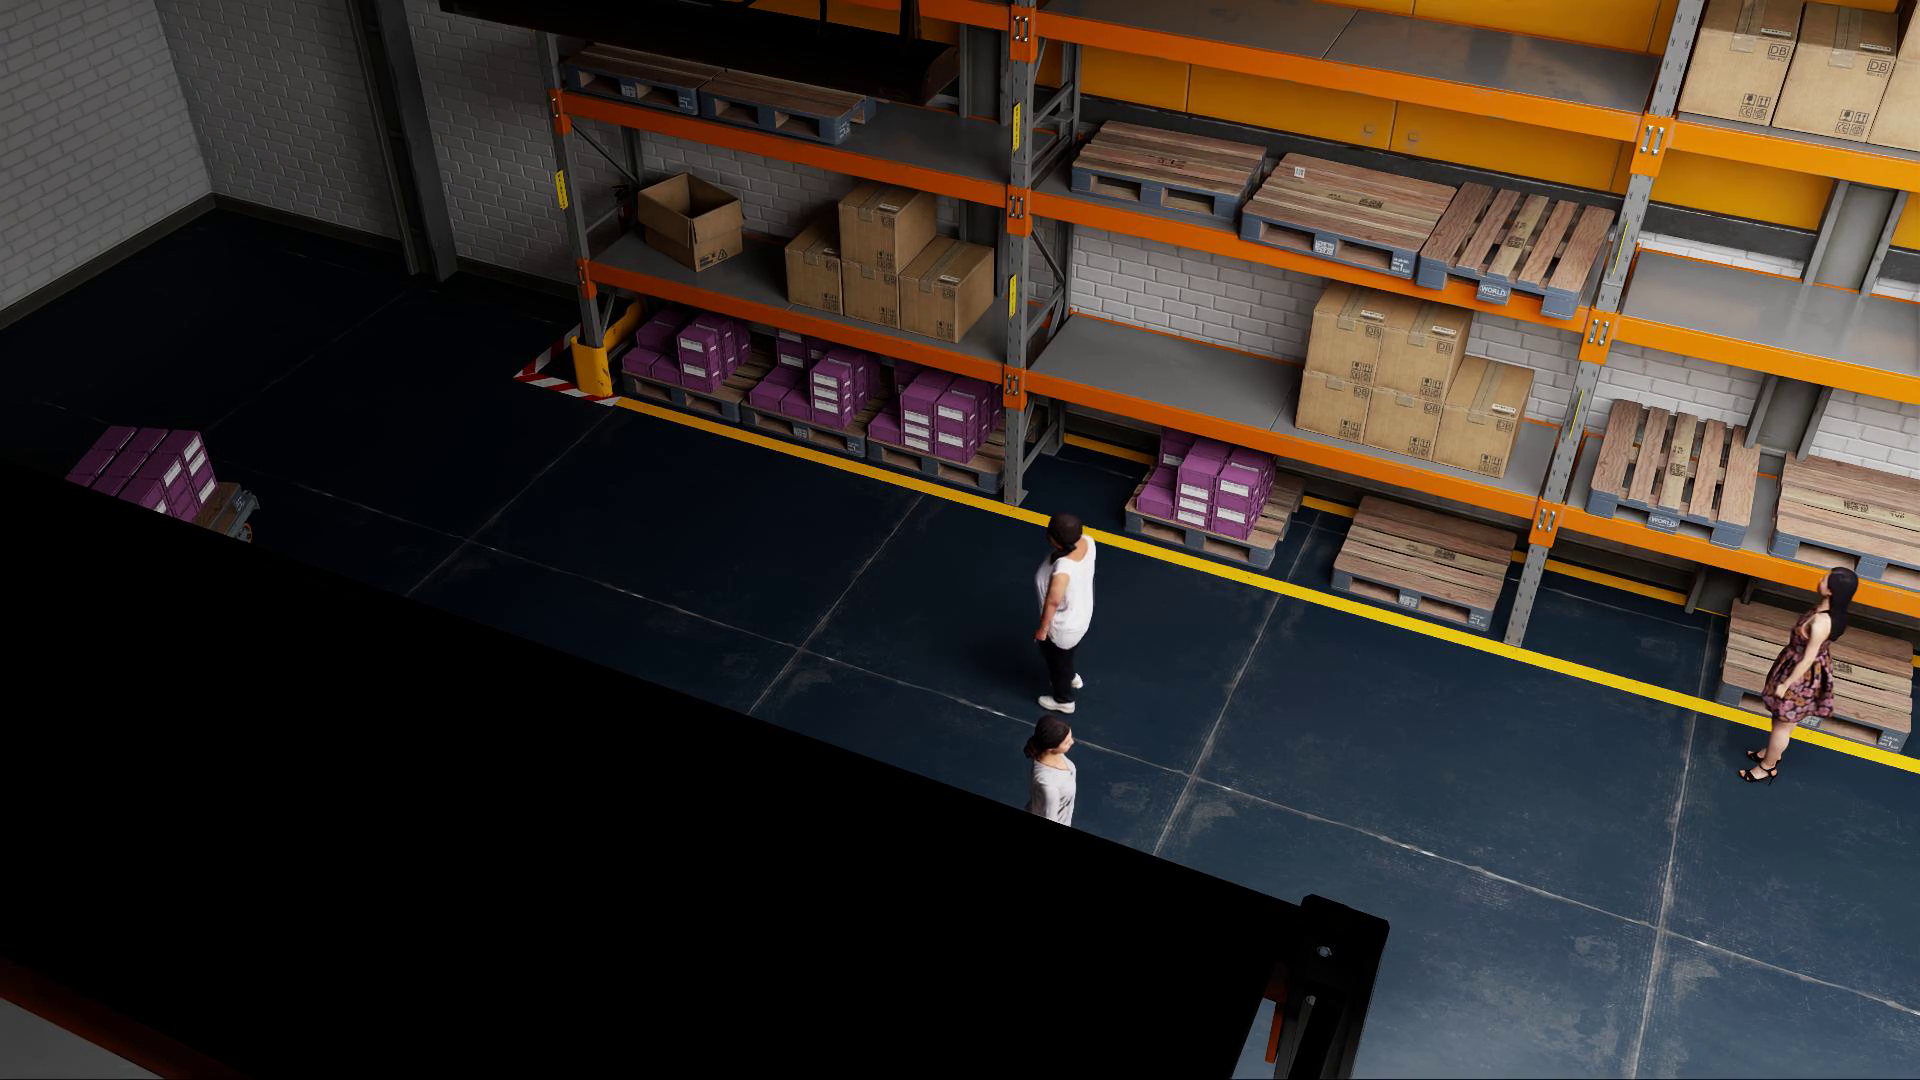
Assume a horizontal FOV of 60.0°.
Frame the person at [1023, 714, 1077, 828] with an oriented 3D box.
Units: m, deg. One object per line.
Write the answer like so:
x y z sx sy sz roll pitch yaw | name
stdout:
0.490 1.669 9.615 0.656 1.772 0.660 1 39 1 | person

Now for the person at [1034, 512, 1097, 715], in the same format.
0.738 0.514 11.139 0.624 1.675 0.664 14 41 17 | person

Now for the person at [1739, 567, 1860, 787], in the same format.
5.356 0.863 10.621 0.733 1.775 0.720 25 45 28 | person
